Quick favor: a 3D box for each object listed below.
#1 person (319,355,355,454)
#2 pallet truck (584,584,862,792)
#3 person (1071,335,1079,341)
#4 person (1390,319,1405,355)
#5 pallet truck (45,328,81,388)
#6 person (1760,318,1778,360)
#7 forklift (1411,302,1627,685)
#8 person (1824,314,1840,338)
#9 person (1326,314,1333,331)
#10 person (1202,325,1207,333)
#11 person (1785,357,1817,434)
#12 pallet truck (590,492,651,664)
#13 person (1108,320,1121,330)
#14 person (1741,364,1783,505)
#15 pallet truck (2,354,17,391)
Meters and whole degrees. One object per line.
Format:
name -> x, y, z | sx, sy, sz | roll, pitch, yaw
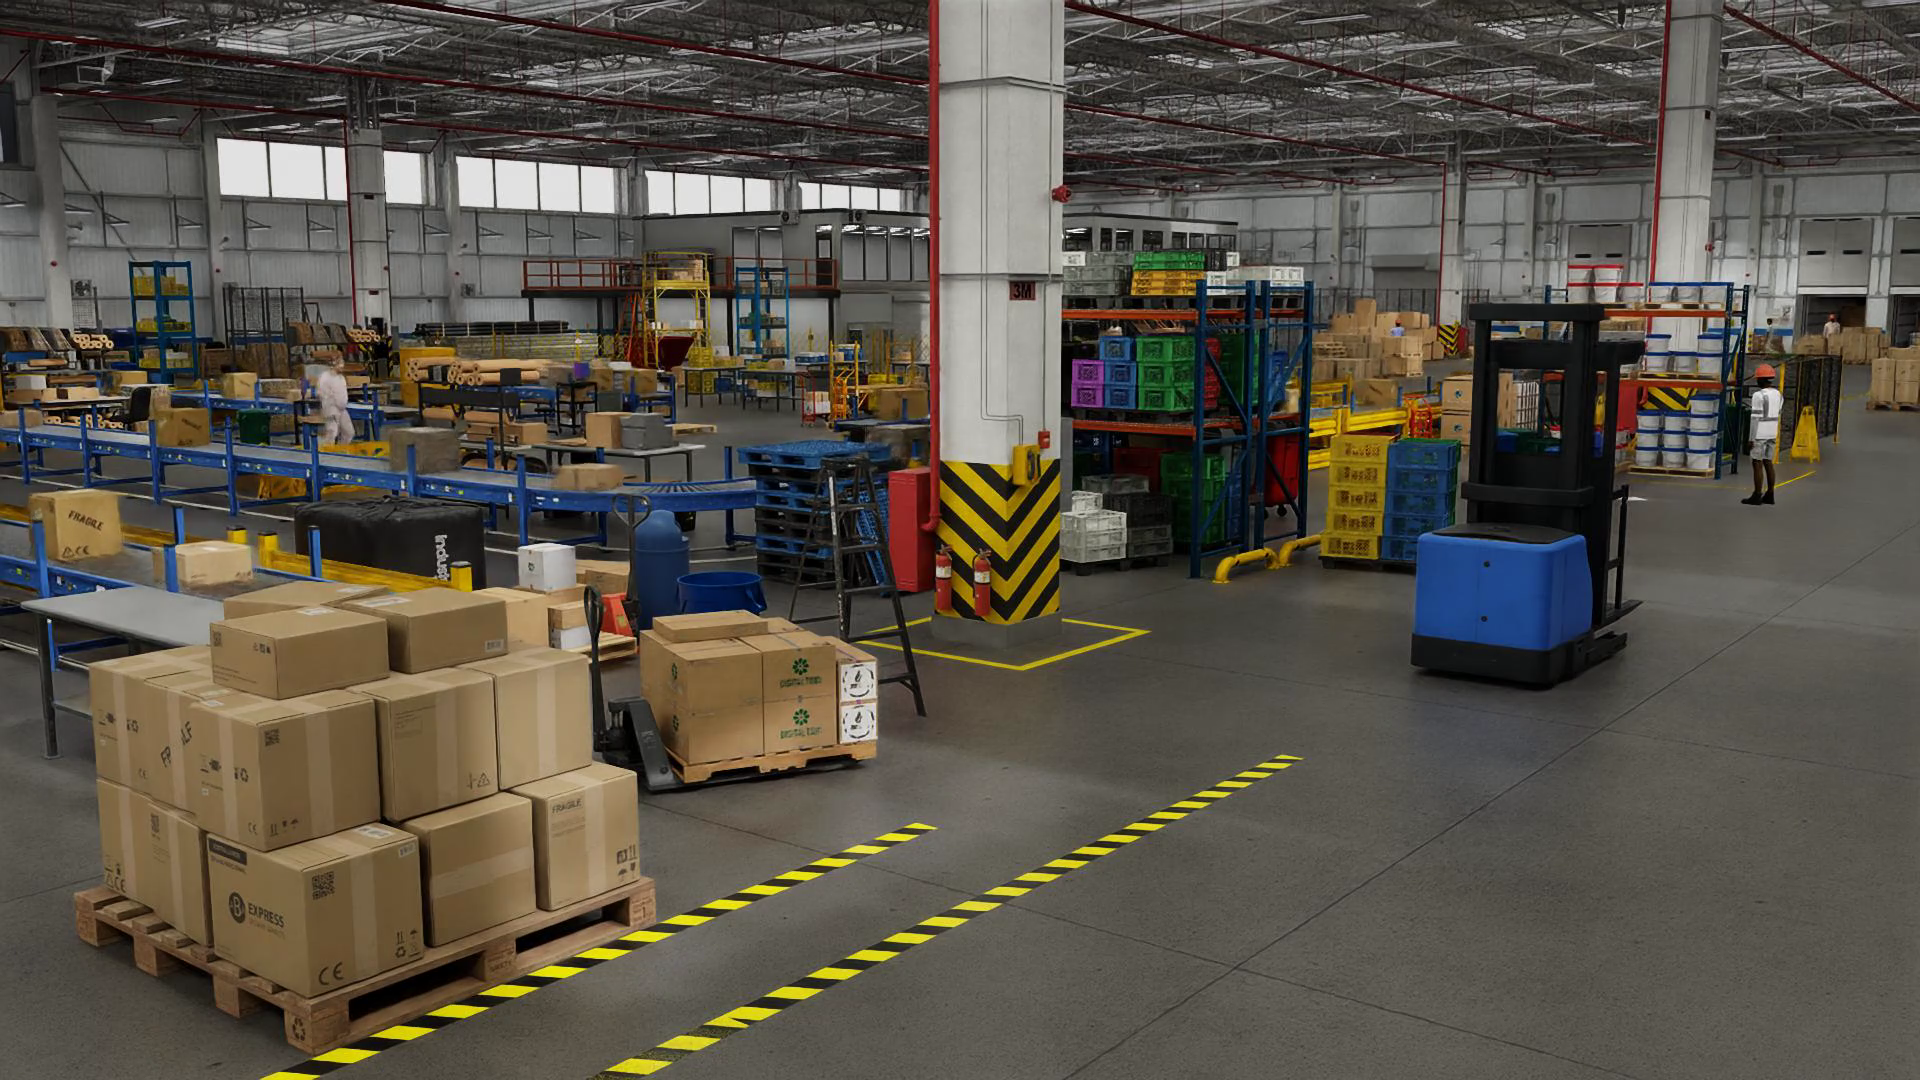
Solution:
person -> -10.309, -2.124, 27.559 | 0.534, 1.884, 0.635 | 2, 9, 11
pallet truck -> -1.426, 0.805, 10.019 | 1.601, 1.201, 0.680 | -4, 9, -26
person -> 3.207, -4.819, 46.218 | 0.512, 1.727, 0.364 | -6, 11, -37
person -> 16.679, -7.476, 63.462 | 0.552, 1.935, 0.368 | 2, 9, 12
pallet truck -> -23.775, -4.544, 43.495 | 1.885, 1.965, 0.823 | 6, 10, 35
person -> 34.965, -8.659, 71.723 | 0.669, 1.858, 0.509 | 7, 11, 38
forklift -> 4.379, -0.438, 12.852 | 1.129, 2.768, 1.873 | 7, 11, 37
person -> 37.669, -8.755, 71.889 | 0.623, 1.992, 0.397 | 5, 10, 31
person -> 19.129, -10.702, 85.608 | 0.766, 1.821, 0.636 | 7, 11, 39
person -> 9.537, -7.719, 65.596 | 0.538, 1.791, 0.987 | 8, 12, 43
person -> 17.178, -2.930, 33.937 | 0.507, 1.606, 0.748 | -1, 9, -9
pallet truck -> -3.115, 0.344, 12.883 | 0.653, 1.274, 1.630 | 7, 11, 37
person -> 6.080, -7.712, 65.374 | 0.582, 1.851, 0.515 | 4, 9, 23
person -> 10.985, -1.434, 22.784 | 0.539, 1.930, 0.385 | -5, 10, -31
pallet truck -> -24.881, -4.417, 42.634 | 1.885, 1.965, 0.823 | 8, 11, 41
